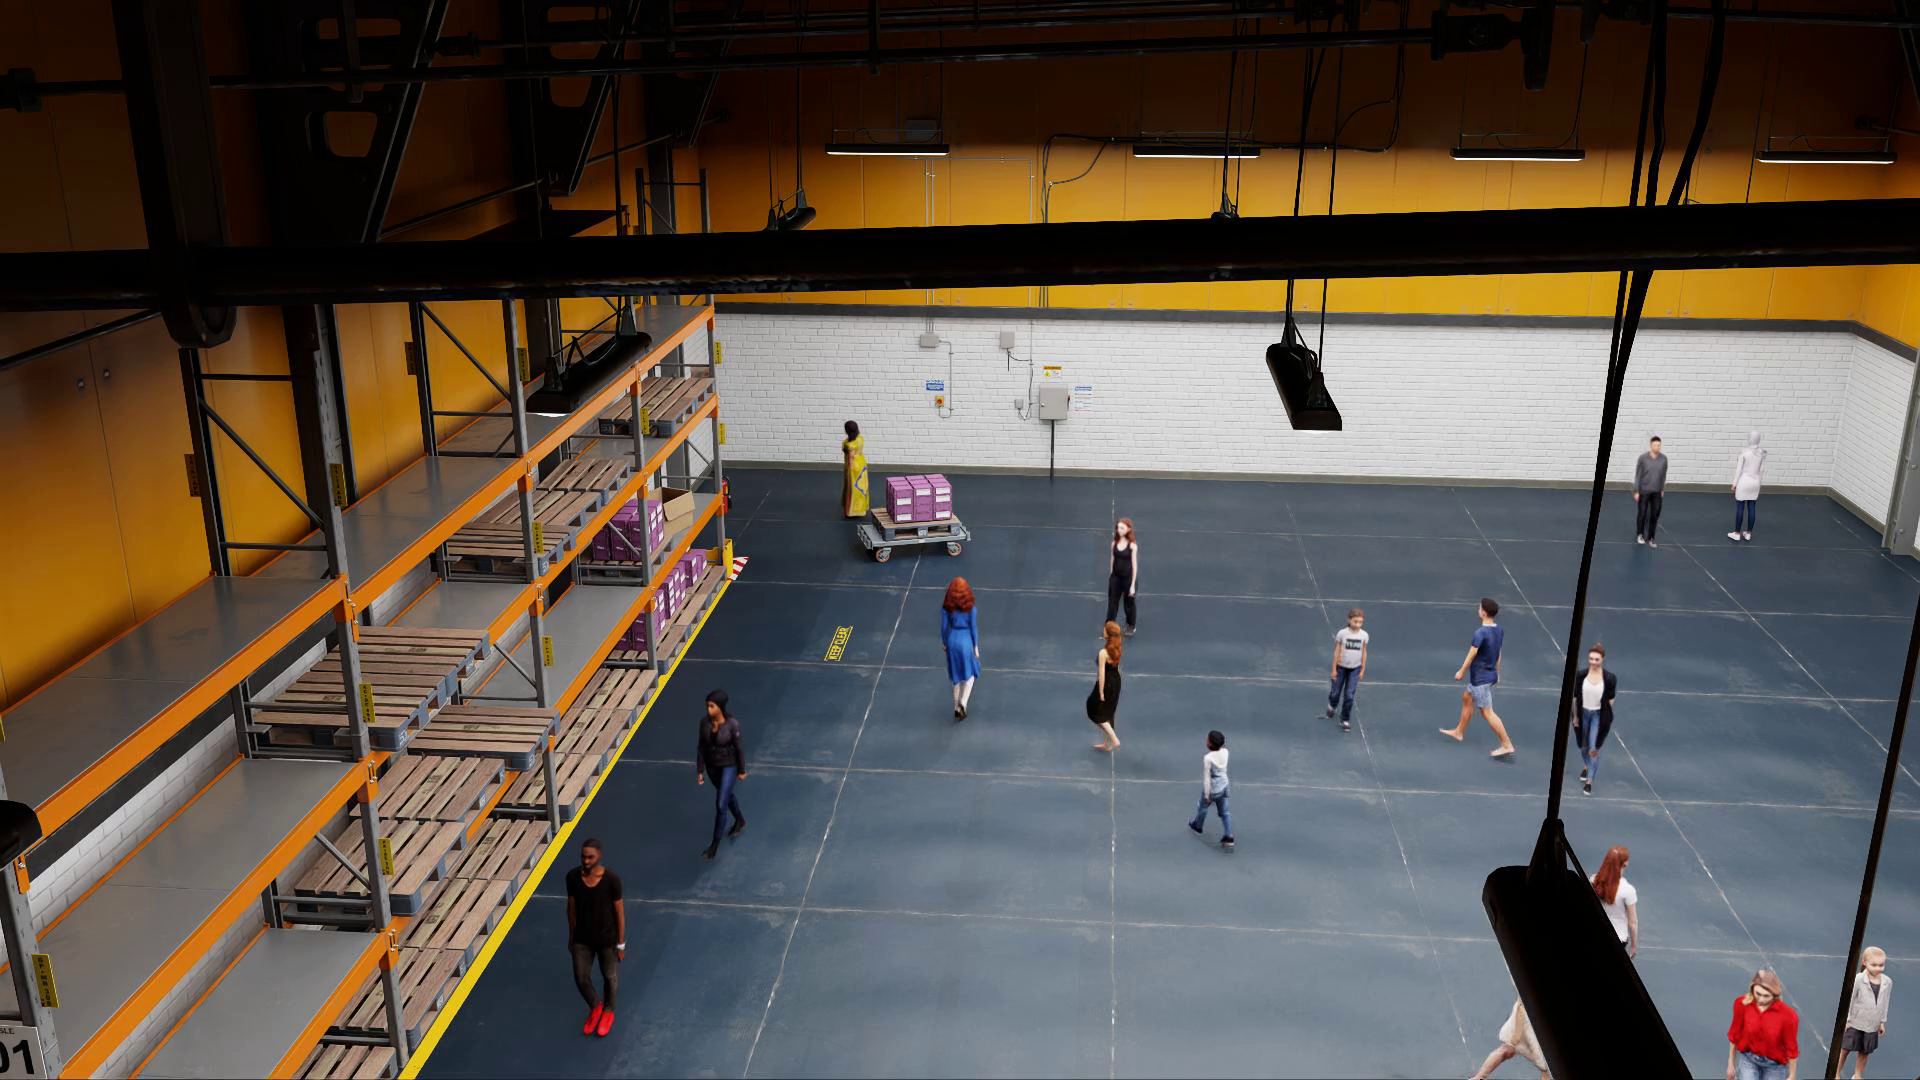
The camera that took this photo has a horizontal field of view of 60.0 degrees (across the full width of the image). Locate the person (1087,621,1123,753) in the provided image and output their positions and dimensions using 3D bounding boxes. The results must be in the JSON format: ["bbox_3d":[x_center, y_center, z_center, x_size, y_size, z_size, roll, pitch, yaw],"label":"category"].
[{"bbox_3d":[1.753,1.712,18.995,0.825,1.610,0.776,16,24,39],"label":"person"}]

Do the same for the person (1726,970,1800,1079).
[{"bbox_3d":[6.000,3.896,12.408,0.811,1.675,0.859,14,23,35],"label":"person"}]

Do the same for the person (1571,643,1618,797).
[{"bbox_3d":[6.973,1.914,18.332,0.895,1.651,1.076,10,21,28],"label":"person"}]

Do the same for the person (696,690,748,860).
[{"bbox_3d":[-2.396,2.334,17.017,0.873,1.694,1.254,7,20,21],"label":"person"}]

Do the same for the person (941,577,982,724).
[{"bbox_3d":[-0.023,1.349,19.749,0.713,1.818,0.742,6,20,18],"label":"person"}]

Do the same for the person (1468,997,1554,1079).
[{"bbox_3d":[4.302,3.746,12.841,0.996,1.684,1.167,11,22,29],"label":"person"}]

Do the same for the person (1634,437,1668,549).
[{"bbox_3d":[10.849,-0.788,26.209,0.655,1.744,0.812,3,19,8],"label":"person"}]

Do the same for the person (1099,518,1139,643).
[{"bbox_3d":[2.264,0.523,22.388,0.919,1.699,1.176,10,21,28],"label":"person"}]

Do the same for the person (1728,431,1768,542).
[{"bbox_3d":[12.513,-0.868,26.394,0.626,1.777,0.549,0,19,0],"label":"person"}]

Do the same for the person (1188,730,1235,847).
[{"bbox_3d":[2.661,2.556,17.066,0.770,1.242,0.928,-10,21,-26],"label":"person"}]

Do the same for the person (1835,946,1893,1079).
[{"bbox_3d":[7.199,3.818,13.264,0.506,1.275,0.518,1,19,2],"label":"person"}]

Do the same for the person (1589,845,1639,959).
[{"bbox_3d":[5.348,3.393,13.867,1.148,1.697,1.065,-16,25,-40],"label":"person"}]

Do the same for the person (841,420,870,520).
[{"bbox_3d":[-1.737,-1.186,27.526,0.982,1.658,0.804,6,19,16],"label":"person"}]

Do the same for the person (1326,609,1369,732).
[{"bbox_3d":[4.584,1.495,19.739,0.557,1.546,0.739,2,19,6],"label":"person"}]

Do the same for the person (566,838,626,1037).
[{"bbox_3d":[-3.033,3.289,14.019,0.658,1.798,0.567,2,19,6],"label":"person"}]

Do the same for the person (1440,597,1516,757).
[{"bbox_3d":[6.060,1.605,19.005,1.155,1.806,1.181,16,24,39],"label":"person"}]
